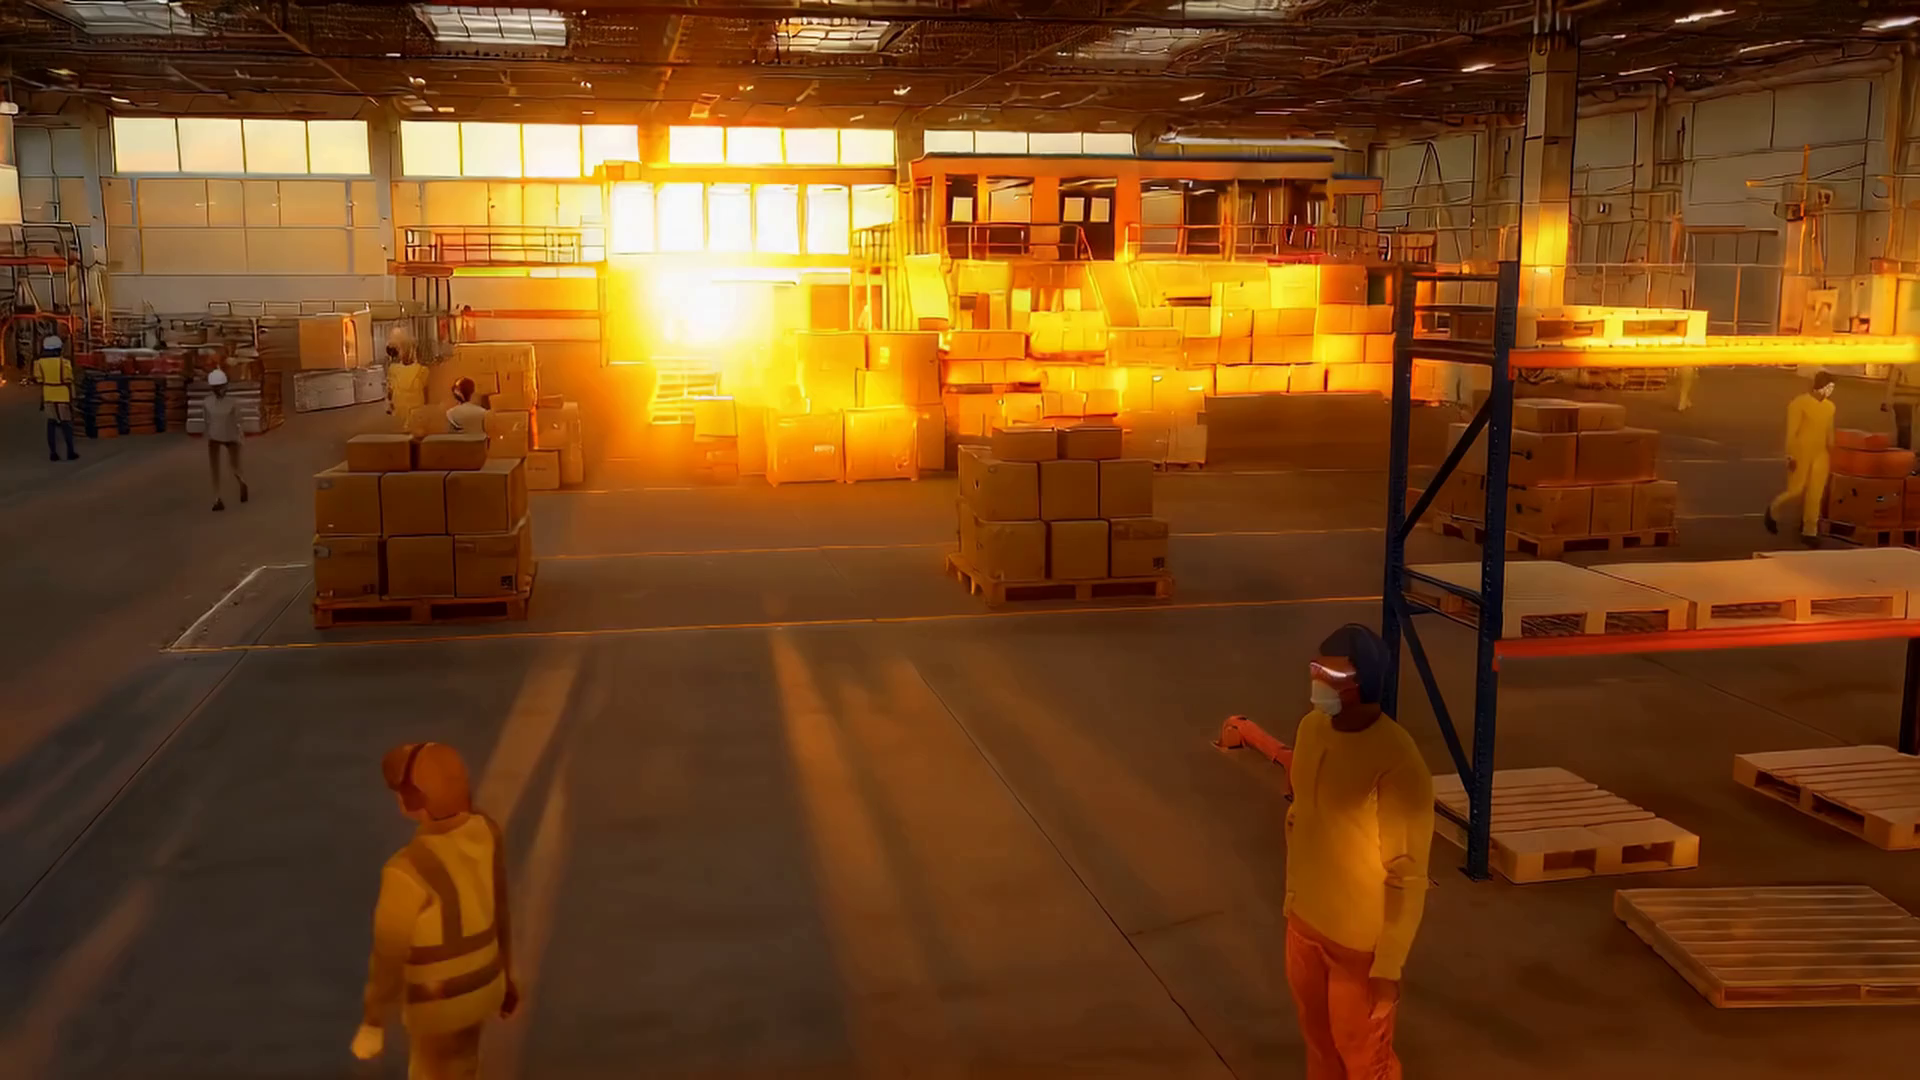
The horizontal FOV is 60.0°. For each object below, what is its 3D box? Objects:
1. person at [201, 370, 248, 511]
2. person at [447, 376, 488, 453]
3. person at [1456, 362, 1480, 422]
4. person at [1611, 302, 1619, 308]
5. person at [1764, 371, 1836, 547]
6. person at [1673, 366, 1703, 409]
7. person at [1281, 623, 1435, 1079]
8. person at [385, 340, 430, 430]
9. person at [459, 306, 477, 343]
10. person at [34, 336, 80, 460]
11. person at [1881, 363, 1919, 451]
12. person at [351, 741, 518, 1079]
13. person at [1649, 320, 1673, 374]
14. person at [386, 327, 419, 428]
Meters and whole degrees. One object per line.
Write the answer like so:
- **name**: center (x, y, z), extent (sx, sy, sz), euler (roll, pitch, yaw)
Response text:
- **person**: center (-9.189, -1.267, 20.821), extent (0.530, 1.736, 0.801), euler (-1, 9, -5)
- **person**: center (-5.172, -0.779, 17.452), extent (0.318, 1.868, 0.531), euler (6, 11, 33)
- **person**: center (8.016, -2.225, 26.382), extent (0.523, 1.824, 0.525), euler (-5, 10, -26)
- **person**: center (20.171, -6.398, 51.499), extent (0.626, 1.932, 0.602), euler (-2, 9, -11)
- **person**: center (9.181, -0.902, 18.117), extent (0.640, 1.896, 0.782), euler (-2, 10, -13)
- **person**: center (15.477, -3.727, 35.391), extent (0.552, 1.893, 1.007), euler (8, 12, 40)
- **person**: center (1.180, 1.208, 5.125), extent (0.368, 1.940, 0.632), euler (-3, 10, -20)
- **person**: center (-8.347, -2.076, 25.219), extent (0.611, 1.926, 0.989), euler (0, 9, -3)
- **person**: center (-14.799, -6.123, 50.095), extent (0.506, 1.846, 0.345), euler (0, 9, -2)
- **person**: center (-14.087, -2.205, 25.931), extent (0.543, 1.939, 0.360), euler (-2, 10, -12)
- **person**: center (14.793, -2.183, 26.154), extent (0.661, 1.815, 0.781), euler (-1, 9, -4)
- **person**: center (-1.543, 1.394, 4.963), extent (0.400, 1.622, 0.511), euler (2, 9, 10)
- **person**: center (19.023, -5.265, 45.249), extent (0.731, 1.716, 0.490), euler (3, 10, 19)
- **person**: center (-10.495, -3.075, 31.346), extent (0.605, 1.901, 0.689), euler (-1, 9, -9)
